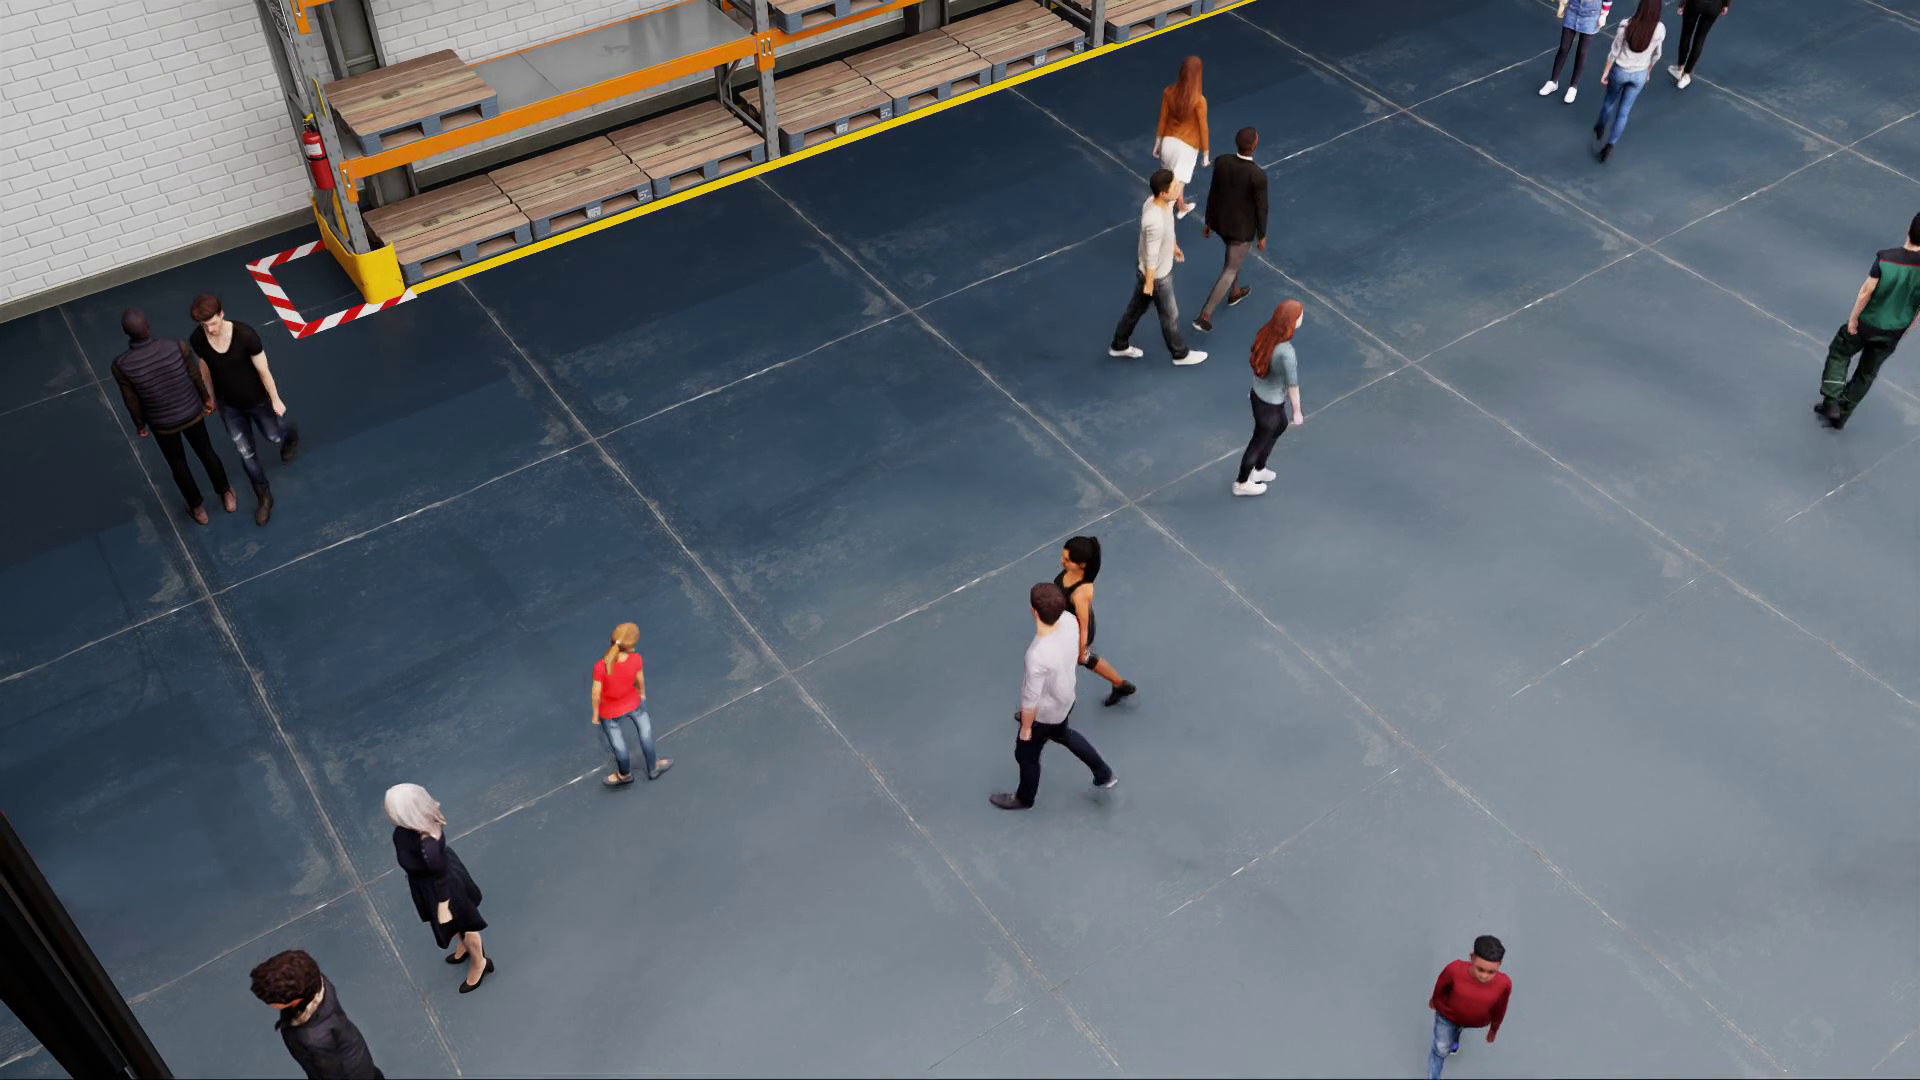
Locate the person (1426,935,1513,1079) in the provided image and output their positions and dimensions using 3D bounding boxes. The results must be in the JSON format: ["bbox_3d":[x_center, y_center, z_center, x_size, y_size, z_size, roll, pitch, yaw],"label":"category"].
[{"bbox_3d":[2.680,2.433,8.804,0.844,1.218,0.938,11,45,11],"label":"person"}]

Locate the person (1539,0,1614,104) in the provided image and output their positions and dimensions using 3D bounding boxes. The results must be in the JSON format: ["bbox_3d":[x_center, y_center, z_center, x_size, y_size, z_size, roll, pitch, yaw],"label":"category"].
[{"bbox_3d":[6.155,-5.203,16.393,0.710,1.808,0.632,26,49,25],"label":"person"}]

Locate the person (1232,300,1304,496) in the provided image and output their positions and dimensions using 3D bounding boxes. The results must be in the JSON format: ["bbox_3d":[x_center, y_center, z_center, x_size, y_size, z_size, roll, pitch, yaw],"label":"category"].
[{"bbox_3d":[2.142,-0.972,12.009,0.732,1.727,0.699,-6,44,-7],"label":"person"}]

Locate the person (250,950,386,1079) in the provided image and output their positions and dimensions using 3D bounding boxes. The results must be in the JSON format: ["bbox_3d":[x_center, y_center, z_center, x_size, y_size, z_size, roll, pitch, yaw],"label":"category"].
[{"bbox_3d":[-3.086,2.564,8.267,0.604,1.770,0.658,-19,47,-19],"label":"person"}]

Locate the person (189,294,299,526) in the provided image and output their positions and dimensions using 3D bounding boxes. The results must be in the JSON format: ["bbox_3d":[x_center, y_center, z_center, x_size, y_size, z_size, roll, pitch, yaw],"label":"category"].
[{"bbox_3d":[-5.137,-1.079,12.028,1.216,1.858,1.130,-3,44,-3],"label":"person"}]

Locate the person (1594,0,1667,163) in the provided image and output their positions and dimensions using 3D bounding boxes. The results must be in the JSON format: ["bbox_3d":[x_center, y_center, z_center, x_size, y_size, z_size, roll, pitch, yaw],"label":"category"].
[{"bbox_3d":[6.271,-4.303,15.602,0.924,1.595,1.005,10,45,11],"label":"person"}]

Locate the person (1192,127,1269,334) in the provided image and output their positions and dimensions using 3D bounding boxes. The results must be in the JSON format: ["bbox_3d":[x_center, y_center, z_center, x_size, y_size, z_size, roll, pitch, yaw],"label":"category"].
[{"bbox_3d":[2.194,-2.498,13.583,0.856,1.767,1.220,33,52,30],"label":"person"}]

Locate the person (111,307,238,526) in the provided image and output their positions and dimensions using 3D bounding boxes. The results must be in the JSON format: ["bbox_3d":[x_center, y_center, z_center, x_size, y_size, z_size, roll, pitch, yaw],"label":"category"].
[{"bbox_3d":[-5.599,-0.888,11.842,0.496,1.836,0.758,-27,50,-26],"label":"person"}]

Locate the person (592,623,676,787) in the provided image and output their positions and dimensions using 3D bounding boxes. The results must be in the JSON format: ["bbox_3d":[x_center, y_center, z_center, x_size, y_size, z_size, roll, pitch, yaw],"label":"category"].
[{"bbox_3d":[-2.100,1.053,10.205,0.681,1.284,0.407,33,52,29],"label":"person"}]

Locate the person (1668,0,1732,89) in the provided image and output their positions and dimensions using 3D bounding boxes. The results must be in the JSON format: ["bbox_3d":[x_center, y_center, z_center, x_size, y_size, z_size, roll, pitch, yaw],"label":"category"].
[{"bbox_3d":[7.414,-5.317,16.600,0.805,1.686,0.863,11,45,11],"label":"person"}]

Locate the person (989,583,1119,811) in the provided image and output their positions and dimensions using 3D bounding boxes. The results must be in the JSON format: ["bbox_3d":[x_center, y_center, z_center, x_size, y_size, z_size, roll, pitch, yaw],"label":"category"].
[{"bbox_3d":[0.619,0.973,9.897,1.064,1.825,1.060,18,46,18],"label":"person"}]

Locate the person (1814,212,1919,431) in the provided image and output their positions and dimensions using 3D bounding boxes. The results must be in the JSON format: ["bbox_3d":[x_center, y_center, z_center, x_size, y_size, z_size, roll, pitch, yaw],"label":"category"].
[{"bbox_3d":[6.954,-1.596,12.548,0.830,1.887,0.882,9,44,10],"label":"person"}]

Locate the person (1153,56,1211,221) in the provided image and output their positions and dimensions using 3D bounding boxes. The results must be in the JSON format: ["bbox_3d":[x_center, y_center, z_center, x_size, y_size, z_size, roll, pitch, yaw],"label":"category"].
[{"bbox_3d":[1.878,-3.361,14.550,0.838,1.682,1.187,30,51,28],"label":"person"}]

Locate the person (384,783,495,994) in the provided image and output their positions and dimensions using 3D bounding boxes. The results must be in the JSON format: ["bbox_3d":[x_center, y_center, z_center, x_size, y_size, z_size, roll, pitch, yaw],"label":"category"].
[{"bbox_3d":[-2.820,1.867,9.015,0.606,1.747,0.629,-19,47,-18],"label":"person"}]

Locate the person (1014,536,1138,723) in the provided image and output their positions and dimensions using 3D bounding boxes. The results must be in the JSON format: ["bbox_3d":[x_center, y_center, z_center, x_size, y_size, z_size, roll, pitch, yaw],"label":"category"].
[{"bbox_3d":[0.791,0.553,10.469,1.106,1.645,0.957,-1,44,-1],"label":"person"}]

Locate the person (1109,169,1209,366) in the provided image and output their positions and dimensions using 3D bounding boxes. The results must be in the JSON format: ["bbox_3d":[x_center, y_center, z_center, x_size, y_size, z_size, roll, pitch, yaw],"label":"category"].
[{"bbox_3d":[1.464,-2.156,13.216,1.136,1.777,1.005,1,44,1],"label":"person"}]
